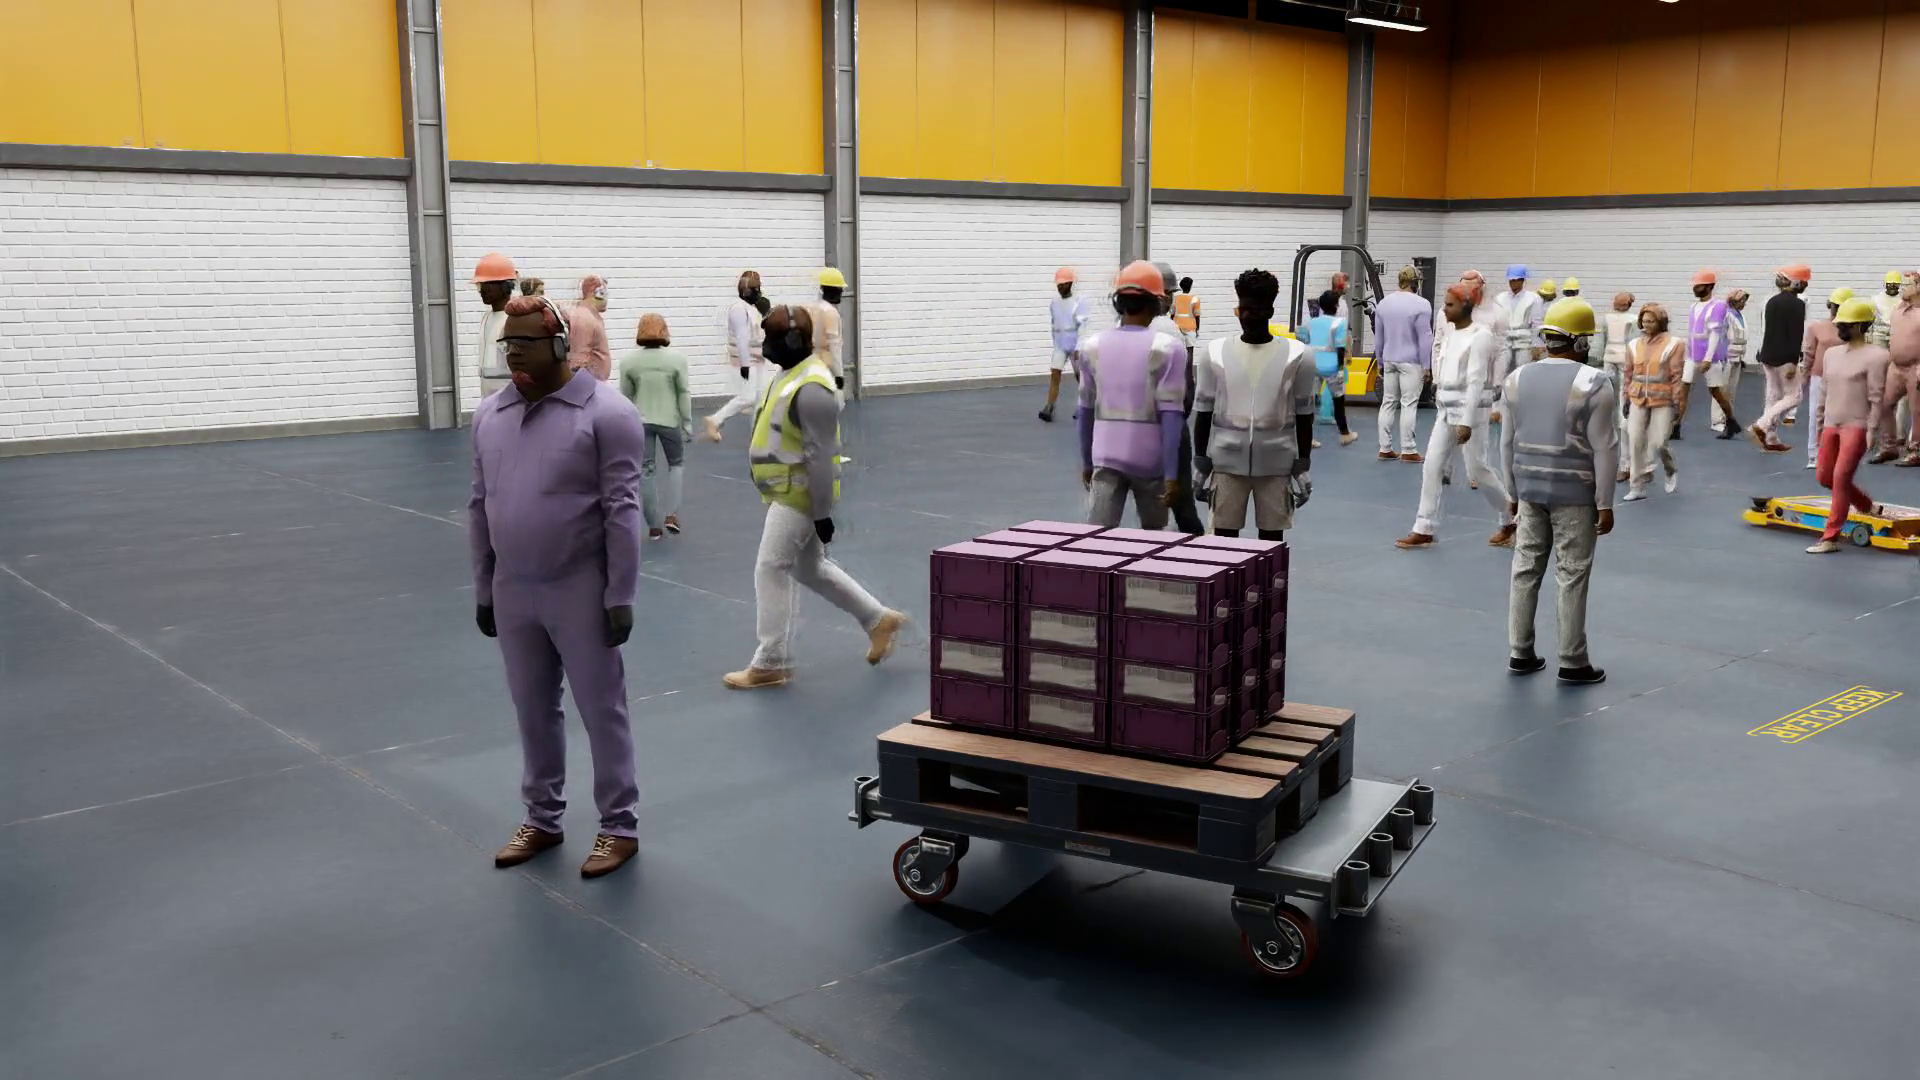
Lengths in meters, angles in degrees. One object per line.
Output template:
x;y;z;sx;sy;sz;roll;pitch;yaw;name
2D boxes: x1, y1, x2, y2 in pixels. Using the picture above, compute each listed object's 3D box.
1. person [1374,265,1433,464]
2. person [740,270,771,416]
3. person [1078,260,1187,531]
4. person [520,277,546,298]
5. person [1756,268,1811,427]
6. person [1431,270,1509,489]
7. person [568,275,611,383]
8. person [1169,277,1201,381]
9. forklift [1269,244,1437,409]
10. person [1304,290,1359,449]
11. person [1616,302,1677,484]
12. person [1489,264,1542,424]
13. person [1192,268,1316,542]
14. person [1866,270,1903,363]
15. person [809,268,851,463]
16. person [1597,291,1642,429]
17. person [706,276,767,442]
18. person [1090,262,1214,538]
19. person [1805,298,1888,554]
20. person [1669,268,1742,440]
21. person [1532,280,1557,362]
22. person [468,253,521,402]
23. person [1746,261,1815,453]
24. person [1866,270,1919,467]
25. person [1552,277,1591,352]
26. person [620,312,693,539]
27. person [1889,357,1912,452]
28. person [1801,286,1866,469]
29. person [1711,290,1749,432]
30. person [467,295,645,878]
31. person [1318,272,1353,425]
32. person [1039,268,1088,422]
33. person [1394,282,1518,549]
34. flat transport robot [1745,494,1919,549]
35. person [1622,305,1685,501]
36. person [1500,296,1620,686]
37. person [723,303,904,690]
4.341;-1.717;16.293;0.353;1.937;0.635;-8;12;-37;person
-2.631;-2.499;21.152;0.428;1.842;0.631;-5;11;-28;person
0.826;-0.408;8.455;0.618;2.011;0.961;5;11;29;person
-4.214;-1.724;16.719;0.943;1.796;0.540;-3;10;-19;person
9.760;-2.279;19.741;0.584;1.882;0.337;0;10;-1;person
4.415;-1.391;14.501;0.637;1.901;0.403;6;11;30;person
-3.029;-1.204;13.516;0.836;1.863;0.665;-4;10;-22;person
3.634;-3.402;26.888;0.530;1.689;0.321;4;10;20;person
5.256;-2.933;22.661;2.313;2.155;1.214;3;10;16;forklift
3.914;-1.796;17.547;0.819;1.652;0.557;-9;13;-42;person
6.074;-1.291;14.721;0.516;1.626;0.430;9;13;44;person
6.627;-2.331;19.920;0.626;1.914;0.788;7;12;36;person
1.474;-0.382;8.396;0.611;1.962;0.364;2;10;13;person
13.012;-2.854;23.297;0.592;1.825;0.403;3;10;17;person
-1.271;-1.691;16.218;0.424;1.908;0.605;-3;10;-20;person
7.650;-2.085;19.391;0.568;1.626;0.520;-8;13;-39;person
-2.293;-1.879;17.583;0.698;1.822;0.636;2;10;11;person
1.285;-0.919;11.321;1.000;2.000;0.691;-6;11;-30;person
6.108;-0.779;11.363;0.651;1.746;0.532;-3;10;-16;person
8.197;-2.034;18.270;0.960;1.904;0.543;-3;10;-17;person
8.108;-2.758;23.062;0.399;1.694;0.554;-1;10;-8;person
-3.038;-0.872;11.042;0.380;2.041;0.612;-9;13;-42;person
8.358;-1.847;16.971;0.535;1.972;0.635;-1;10;-8;person
9.060;-1.629;15.915;0.599;1.886;0.661;-2;10;-13;person
7.980;-2.556;21.786;0.529;1.745;0.604;4;10;22;person
-2.174;-0.822;11.952;0.522;1.617;0.424;0;10;-1;person
9.976;-1.824;17.354;0.491;1.806;1.051;5;11;27;person
8.339;-1.552;15.882;0.545;1.740;0.589;6;11;31;person
8.906;-2.067;19.222;0.513;1.638;0.309;-8;12;-38;person
-1.341;0.156;5.458;0.645;1.900;0.403;4;10;21;person
4.548;-2.282;19.919;0.571;1.823;0.596;-1;10;-8;person
1.309;-2.384;20.413;0.549;1.874;1.040;5;11;29;person
3.511;-0.851;11.482;0.890;1.858;0.576;-3;10;-16;person
6.463;-0.147;11.976;0.652;0.197;1.431;-3;10;-20;flat transport robot
5.747;-1.129;13.769;0.462;1.621;0.528;-8;13;-40;person
2.848;-0.229;7.888;0.404;1.833;0.590;-8;12;-38;person
-0.694;-0.215;7.867;0.860;1.809;0.610;-2;10;-13;person
